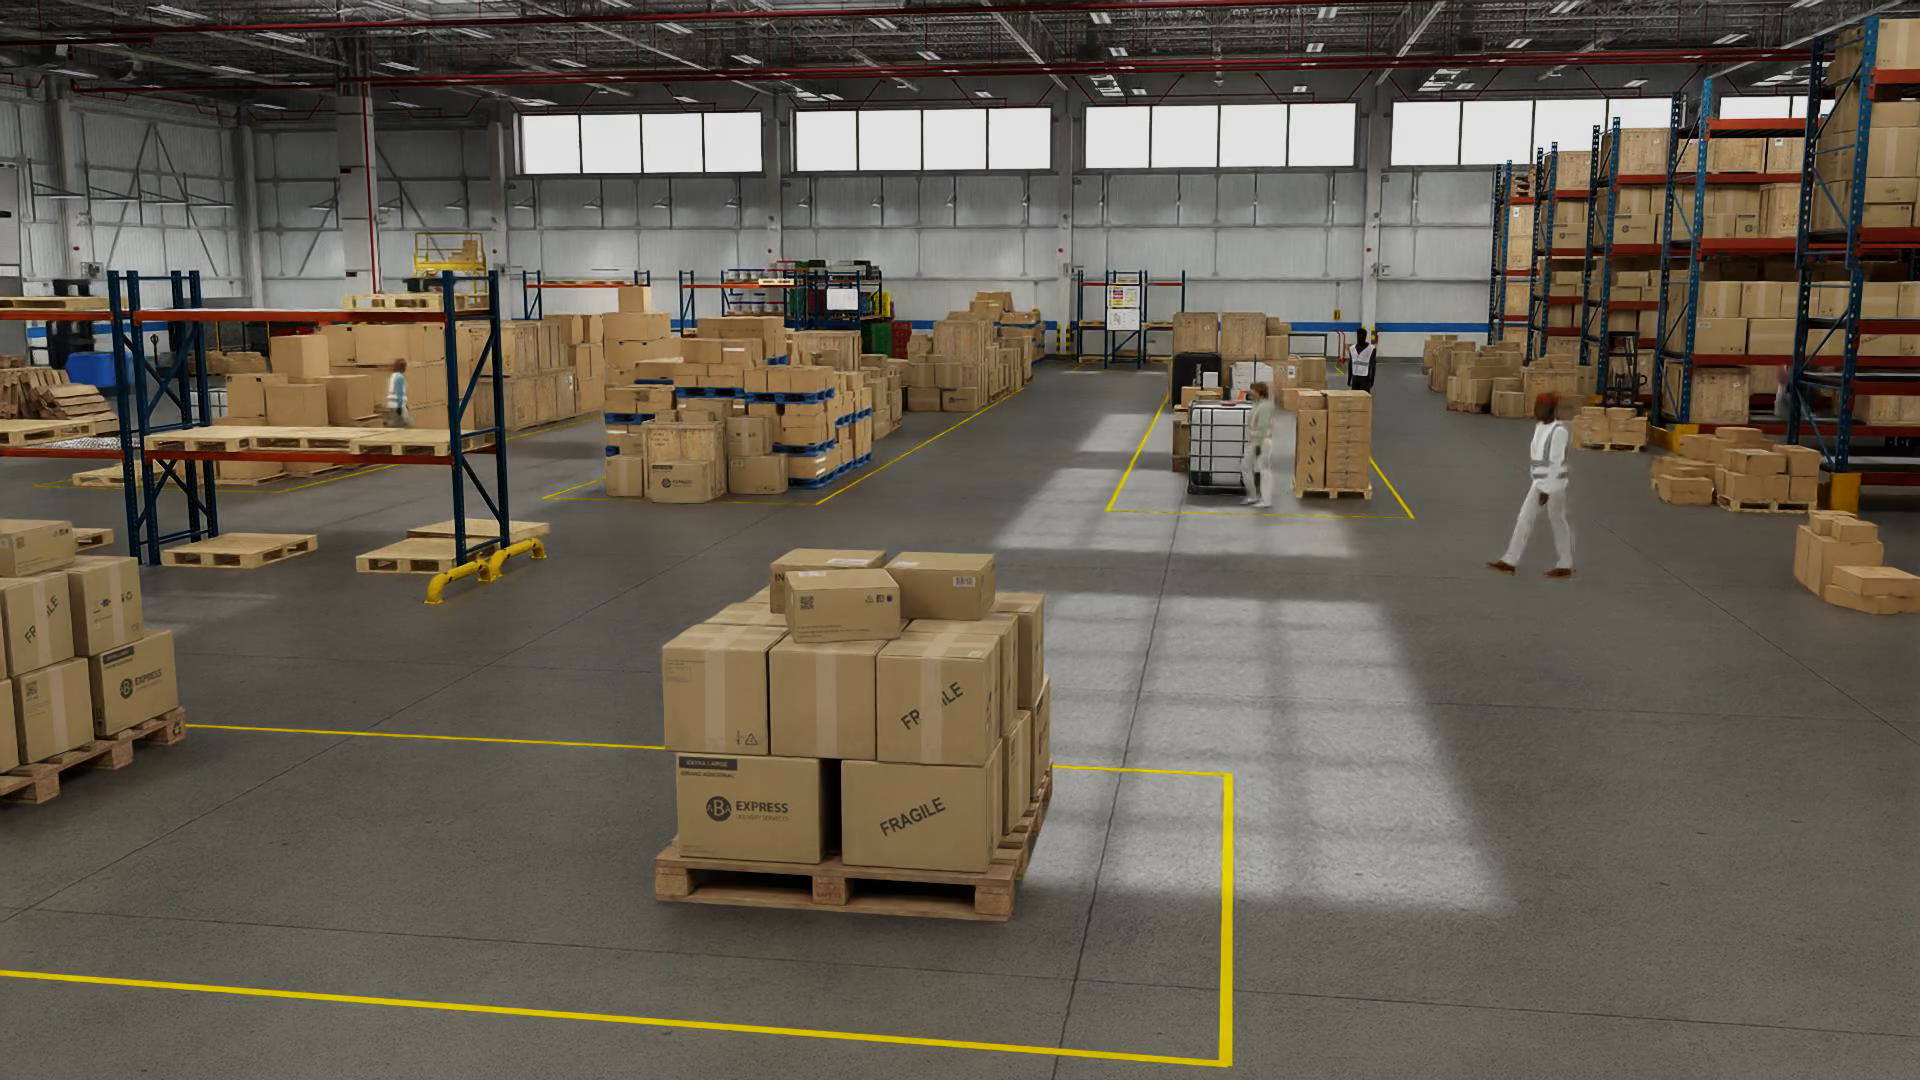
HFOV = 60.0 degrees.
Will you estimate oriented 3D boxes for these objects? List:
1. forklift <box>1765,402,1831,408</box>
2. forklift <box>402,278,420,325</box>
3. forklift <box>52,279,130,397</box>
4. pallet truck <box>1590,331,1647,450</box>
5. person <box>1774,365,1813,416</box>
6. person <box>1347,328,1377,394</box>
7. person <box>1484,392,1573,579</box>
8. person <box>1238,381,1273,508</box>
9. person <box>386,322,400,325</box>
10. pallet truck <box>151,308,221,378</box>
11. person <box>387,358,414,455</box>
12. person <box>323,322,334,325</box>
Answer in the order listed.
[{"bbox_3d":[18.254,-4.353,36.760,1.873,2.768,1.129,1,9,9],"label":"forklift"},{"bbox_3d":[-14.450,-5.540,44.084,1.873,2.768,1.129,-3,10,-19],"label":"forklift"},{"bbox_3d":[-20.829,-4.752,39.222,1.873,2.768,1.129,1,9,9],"label":"forklift"},{"bbox_3d":[11.253,-2.573,28.499,0.823,1.965,1.885,5,10,27],"label":"pallet truck"},{"bbox_3d":[15.831,-2.979,31.560,0.821,1.818,0.621,2,9,11],"label":"person"},{"bbox_3d":[7.865,-3.182,32.532,0.385,1.910,0.592,-9,13,-43],"label":"person"},{"bbox_3d":[5.635,-0.520,16.274,0.922,1.842,0.600,-1,9,-6],"label":"person"},{"bbox_3d":[3.752,-1.208,21.207,0.524,1.618,0.547,-1,9,-8],"label":"person"},{"bbox_3d":[-17.657,-6.338,51.941,0.637,1.921,0.754,8,12,41],"label":"person"},{"bbox_3d":[-21.869,-5.598,47.154,0.823,1.965,1.885,4,10,26],"label":"pallet truck"},{"bbox_3d":[-9.112,-2.147,27.036,0.477,1.610,0.520,-7,11,-36],"label":"person"},{"bbox_3d":[-14.868,-4.262,39.271,0.552,1.878,0.998,6,11,34],"label":"person"}]
